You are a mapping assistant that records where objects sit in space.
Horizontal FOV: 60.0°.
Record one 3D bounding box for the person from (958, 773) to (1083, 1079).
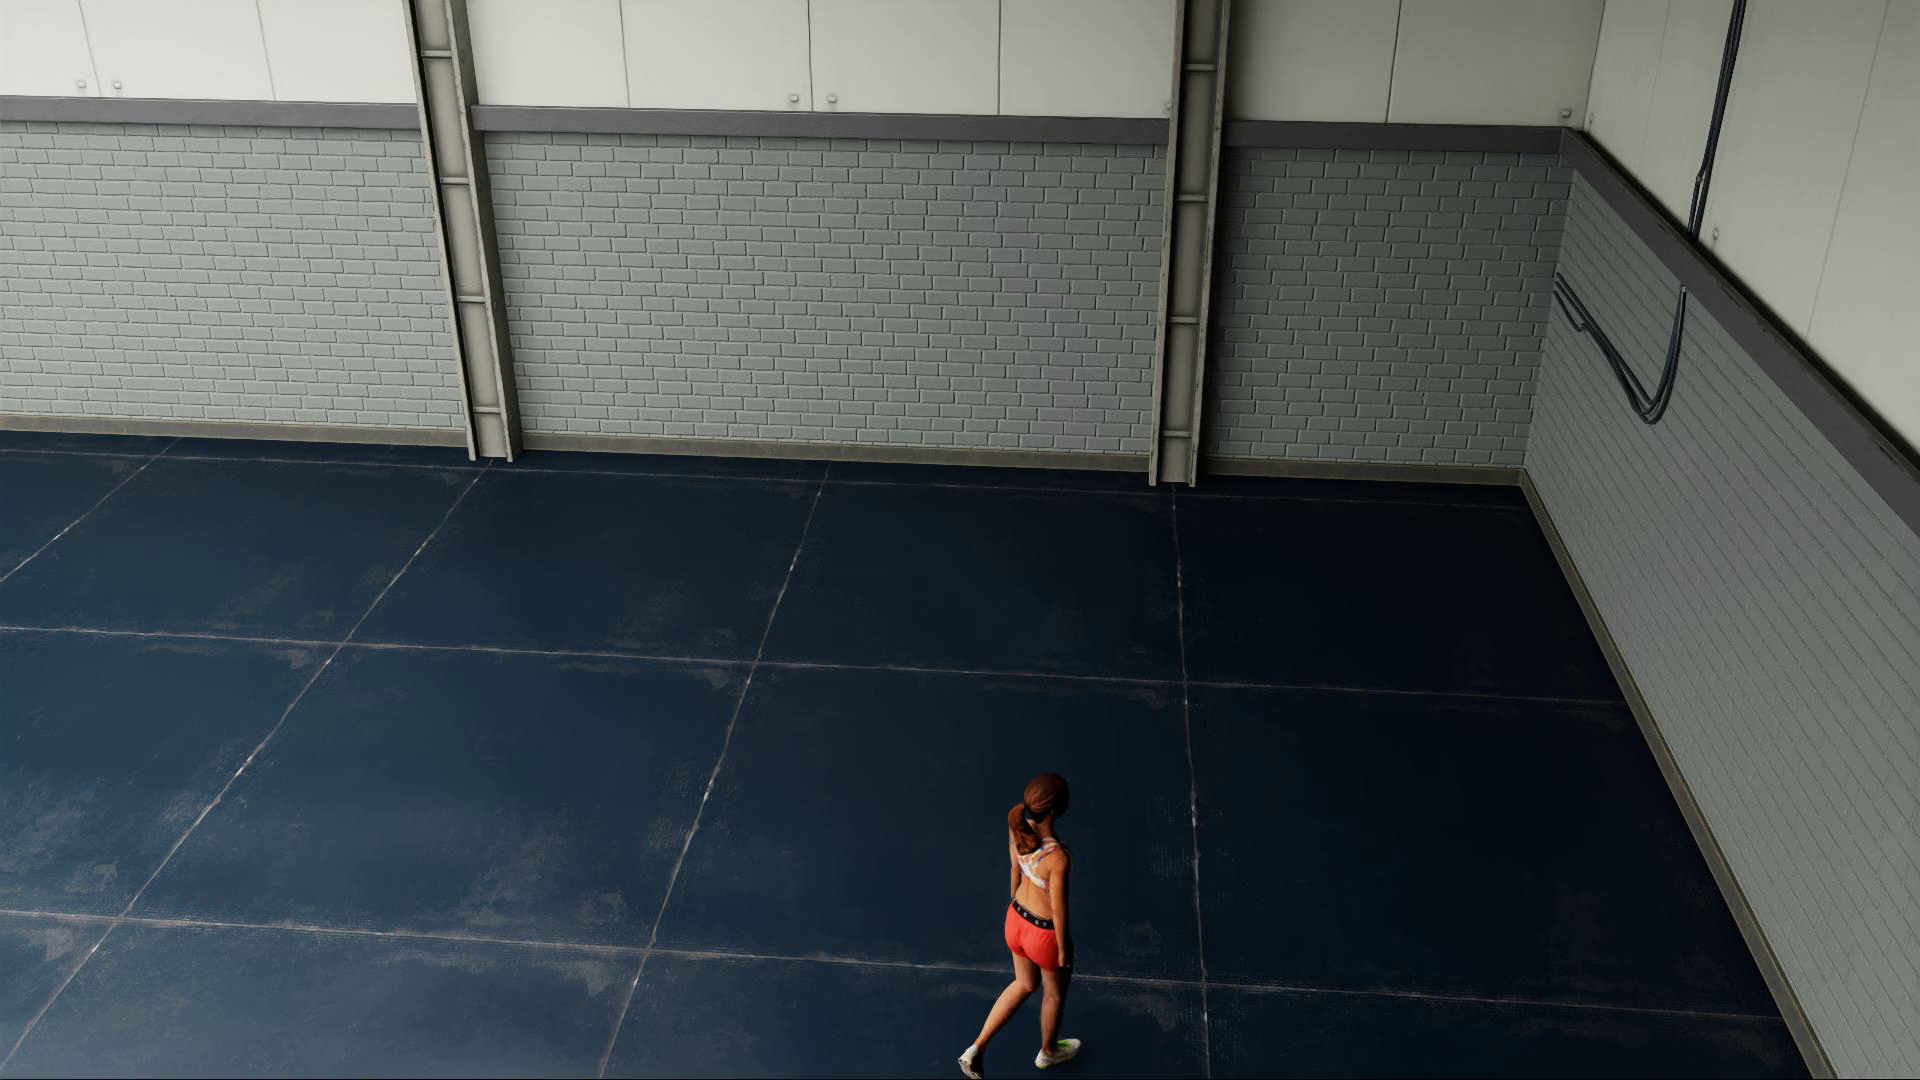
[{"bbox_3d":[0.300,1.868,7.796,1.028,1.772,0.943,-18,32,-32],"label":"person"}]
